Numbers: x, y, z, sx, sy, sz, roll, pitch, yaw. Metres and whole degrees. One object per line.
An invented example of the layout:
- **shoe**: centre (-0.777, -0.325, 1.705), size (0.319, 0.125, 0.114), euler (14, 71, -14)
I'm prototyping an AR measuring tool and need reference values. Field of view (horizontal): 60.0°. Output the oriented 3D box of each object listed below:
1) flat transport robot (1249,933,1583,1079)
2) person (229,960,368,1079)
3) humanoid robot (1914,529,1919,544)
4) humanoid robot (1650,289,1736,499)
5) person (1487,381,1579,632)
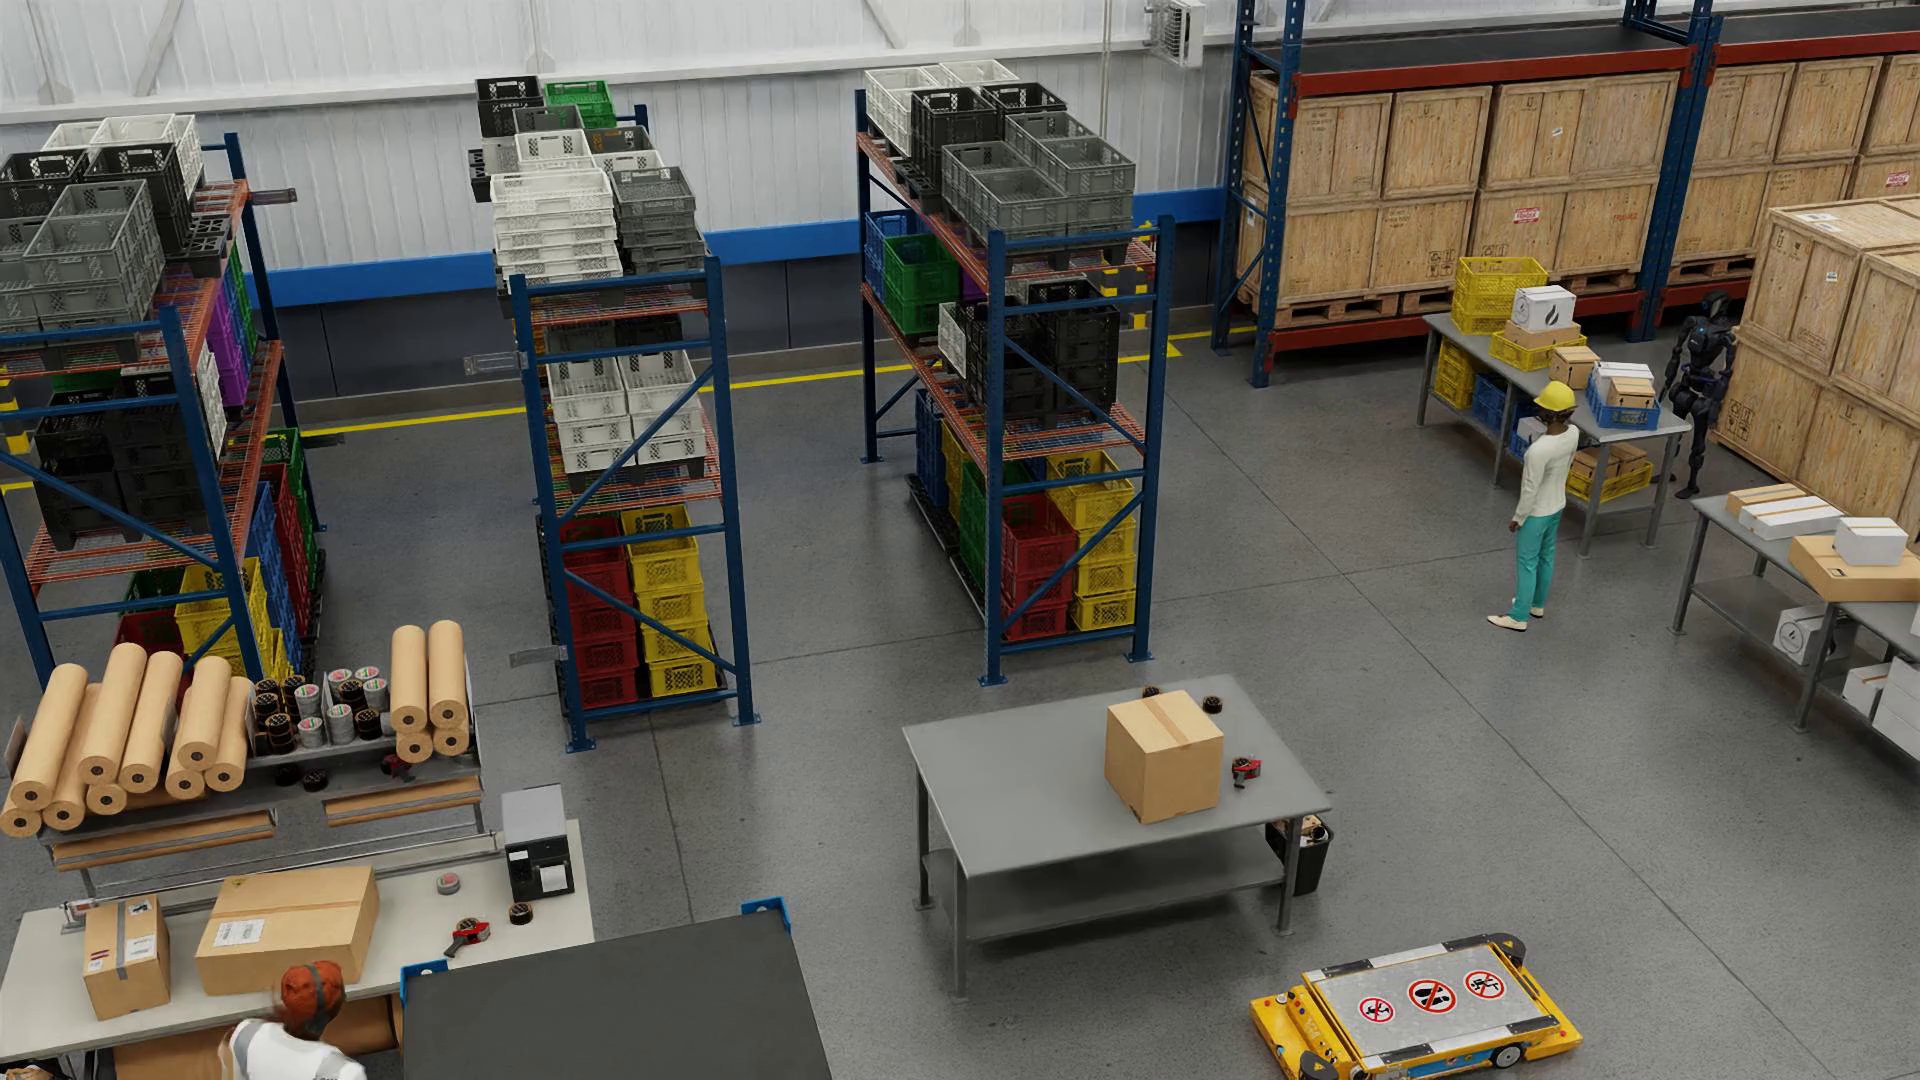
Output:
- **flat transport robot**: centre (2.184, 2.282, 7.980), size (1.431, 0.197, 0.652), euler (-8, 30, -14)
- **person**: centre (-2.388, 2.339, 6.269), size (0.575, 1.843, 0.754), euler (14, 32, 24)
- **humanoid robot**: centre (6.502, -0.034, 10.746), size (0.315, 1.657, 0.599), euler (-10, 30, -18)
- **humanoid robot**: centre (5.631, -1.131, 12.739), size (0.327, 1.660, 0.590), euler (-13, 31, -22)
- **person**: centre (3.823, -0.221, 11.009), size (0.524, 1.768, 0.311), euler (-25, 37, -37)
